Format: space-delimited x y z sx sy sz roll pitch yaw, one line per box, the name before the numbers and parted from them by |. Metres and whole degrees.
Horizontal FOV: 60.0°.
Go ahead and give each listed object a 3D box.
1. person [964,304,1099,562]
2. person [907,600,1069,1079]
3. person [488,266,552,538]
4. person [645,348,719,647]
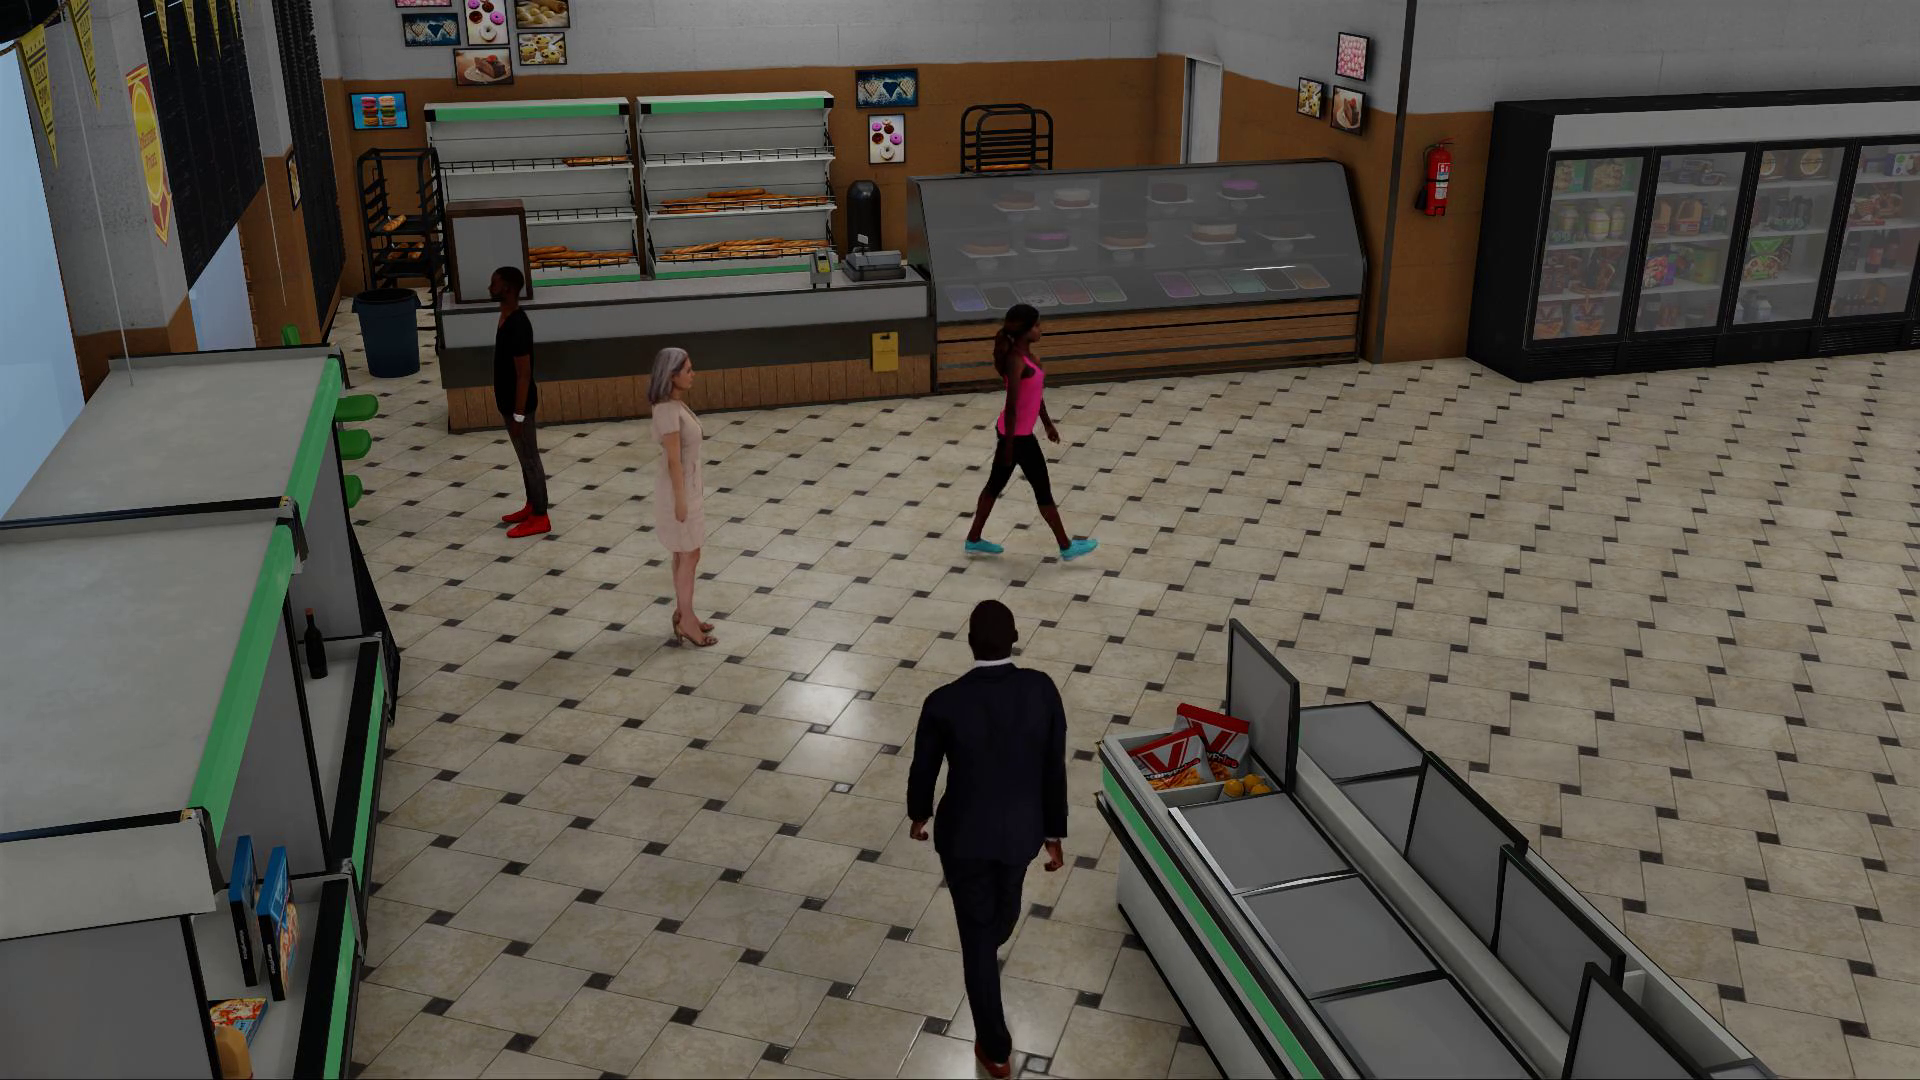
person | 0.269 -0.640 10.518 0.892 1.671 1.101 2 22 4
person | 0.125 1.121 5.987 0.765 1.782 1.161 -4 22 -10
person | -2.927 -0.928 11.054 0.713 1.806 0.494 -8 23 -19
person | -1.638 -0.244 9.450 0.662 1.733 0.465 -5 22 -11
